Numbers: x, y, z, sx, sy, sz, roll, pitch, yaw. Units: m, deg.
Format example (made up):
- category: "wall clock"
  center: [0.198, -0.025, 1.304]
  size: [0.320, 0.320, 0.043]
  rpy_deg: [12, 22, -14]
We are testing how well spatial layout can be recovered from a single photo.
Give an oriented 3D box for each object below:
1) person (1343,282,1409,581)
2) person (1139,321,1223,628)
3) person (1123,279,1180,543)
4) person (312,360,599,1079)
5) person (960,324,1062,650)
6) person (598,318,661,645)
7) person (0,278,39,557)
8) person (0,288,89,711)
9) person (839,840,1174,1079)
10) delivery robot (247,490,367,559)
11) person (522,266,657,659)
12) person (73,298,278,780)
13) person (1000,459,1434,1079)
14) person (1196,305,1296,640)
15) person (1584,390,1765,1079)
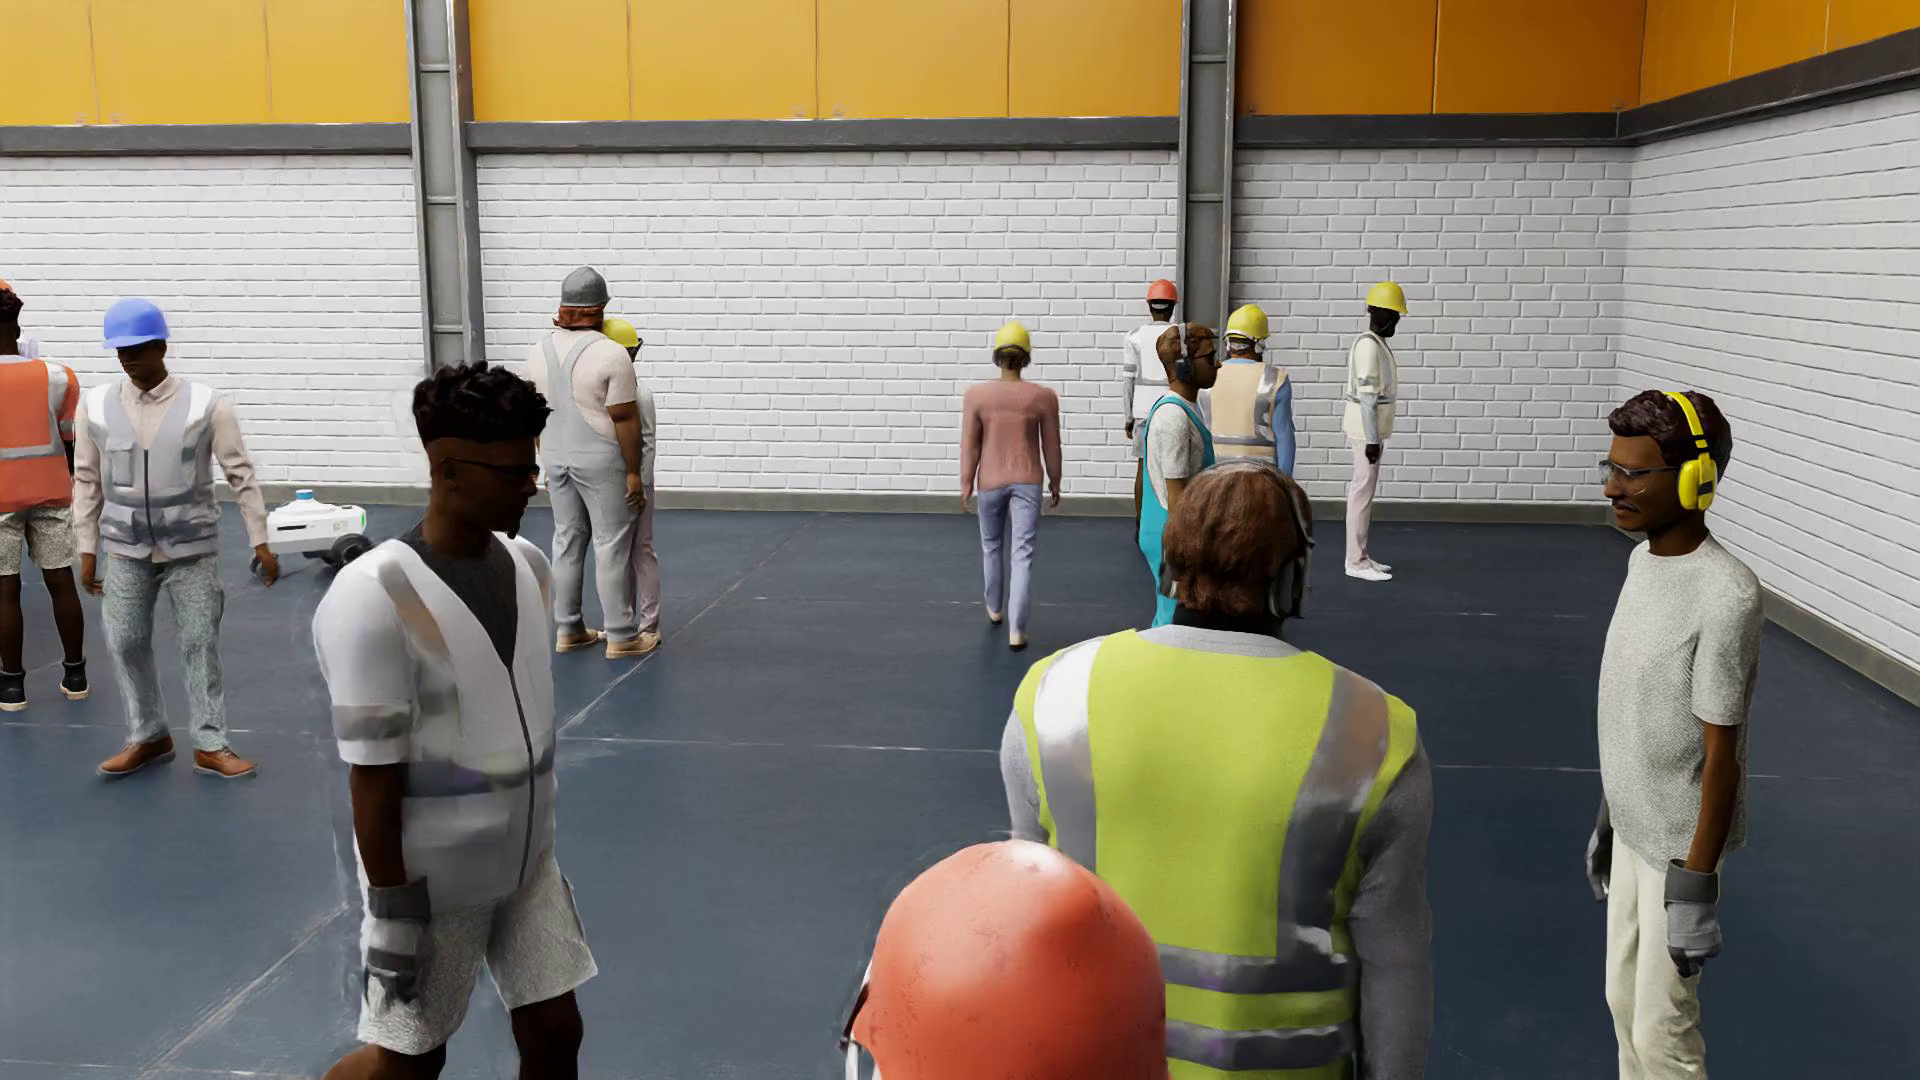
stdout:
- category: "person"
  center: [2.686, -0.705, 10.794]
  size: [0.383, 1.920, 0.585]
  rpy_deg: [3, 10, 16]
- category: "person"
  center: [0.888, 0.058, 6.639]
  size: [0.345, 1.847, 0.506]
  rpy_deg: [1, 10, 4]
- category: "person"
  center: [1.455, -0.926, 12.086]
  size: [0.546, 1.920, 0.418]
  rpy_deg: [3, 10, 18]
- category: "person"
  center: [-1.056, 0.600, 3.313]
  size: [0.863, 1.930, 0.598]
  rpy_deg: [5, 11, 27]
- category: "person"
  center: [0.283, -0.309, 9.099]
  size: [0.548, 1.723, 0.880]
  rpy_deg: [1, 10, 6]
- category: "person"
  center: [-1.801, -0.294, 8.880]
  size: [0.308, 1.769, 0.524]
  rpy_deg: [-8, 13, -40]
- category: "person"
  center: [-6.619, -0.841, 11.523]
  size: [0.549, 1.936, 0.377]
  rpy_deg: [-2, 10, -12]
- category: "person"
  center: [-4.366, -0.187, 7.720]
  size: [0.602, 1.958, 0.369]
  rpy_deg: [-9, 14, -43]
- category: "person"
  center: [0.010, 1.048, 1.307]
  size: [0.578, 1.728, 0.698]
  rpy_deg: [-4, 11, -23]
- category: "delivery robot"
  center: [-4.275, -0.085, 10.881]
  size: [0.707, 0.478, 0.477]
  rpy_deg: [-6, 12, -31]
- category: "person"
  center: [-1.905, -0.406, 8.738]
  size: [0.688, 2.000, 0.539]
  rpy_deg: [5, 11, 28]
- category: "person"
  center: [-3.109, 0.020, 6.595]
  size: [0.736, 1.943, 0.478]
  rpy_deg: [-2, 10, -12]
- category: "person"
  center: [0.373, 0.791, 2.493]
  size: [0.638, 1.832, 0.429]
  rpy_deg: [4, 11, 20]
- category: "person"
  center: [1.533, -0.350, 9.010]
  size: [0.592, 1.833, 0.404]
  rpy_deg: [5, 11, 29]
- category: "person"
  center: [1.398, 0.625, 3.367]
  size: [0.334, 1.858, 0.510]
  rpy_deg: [1, 10, 3]
